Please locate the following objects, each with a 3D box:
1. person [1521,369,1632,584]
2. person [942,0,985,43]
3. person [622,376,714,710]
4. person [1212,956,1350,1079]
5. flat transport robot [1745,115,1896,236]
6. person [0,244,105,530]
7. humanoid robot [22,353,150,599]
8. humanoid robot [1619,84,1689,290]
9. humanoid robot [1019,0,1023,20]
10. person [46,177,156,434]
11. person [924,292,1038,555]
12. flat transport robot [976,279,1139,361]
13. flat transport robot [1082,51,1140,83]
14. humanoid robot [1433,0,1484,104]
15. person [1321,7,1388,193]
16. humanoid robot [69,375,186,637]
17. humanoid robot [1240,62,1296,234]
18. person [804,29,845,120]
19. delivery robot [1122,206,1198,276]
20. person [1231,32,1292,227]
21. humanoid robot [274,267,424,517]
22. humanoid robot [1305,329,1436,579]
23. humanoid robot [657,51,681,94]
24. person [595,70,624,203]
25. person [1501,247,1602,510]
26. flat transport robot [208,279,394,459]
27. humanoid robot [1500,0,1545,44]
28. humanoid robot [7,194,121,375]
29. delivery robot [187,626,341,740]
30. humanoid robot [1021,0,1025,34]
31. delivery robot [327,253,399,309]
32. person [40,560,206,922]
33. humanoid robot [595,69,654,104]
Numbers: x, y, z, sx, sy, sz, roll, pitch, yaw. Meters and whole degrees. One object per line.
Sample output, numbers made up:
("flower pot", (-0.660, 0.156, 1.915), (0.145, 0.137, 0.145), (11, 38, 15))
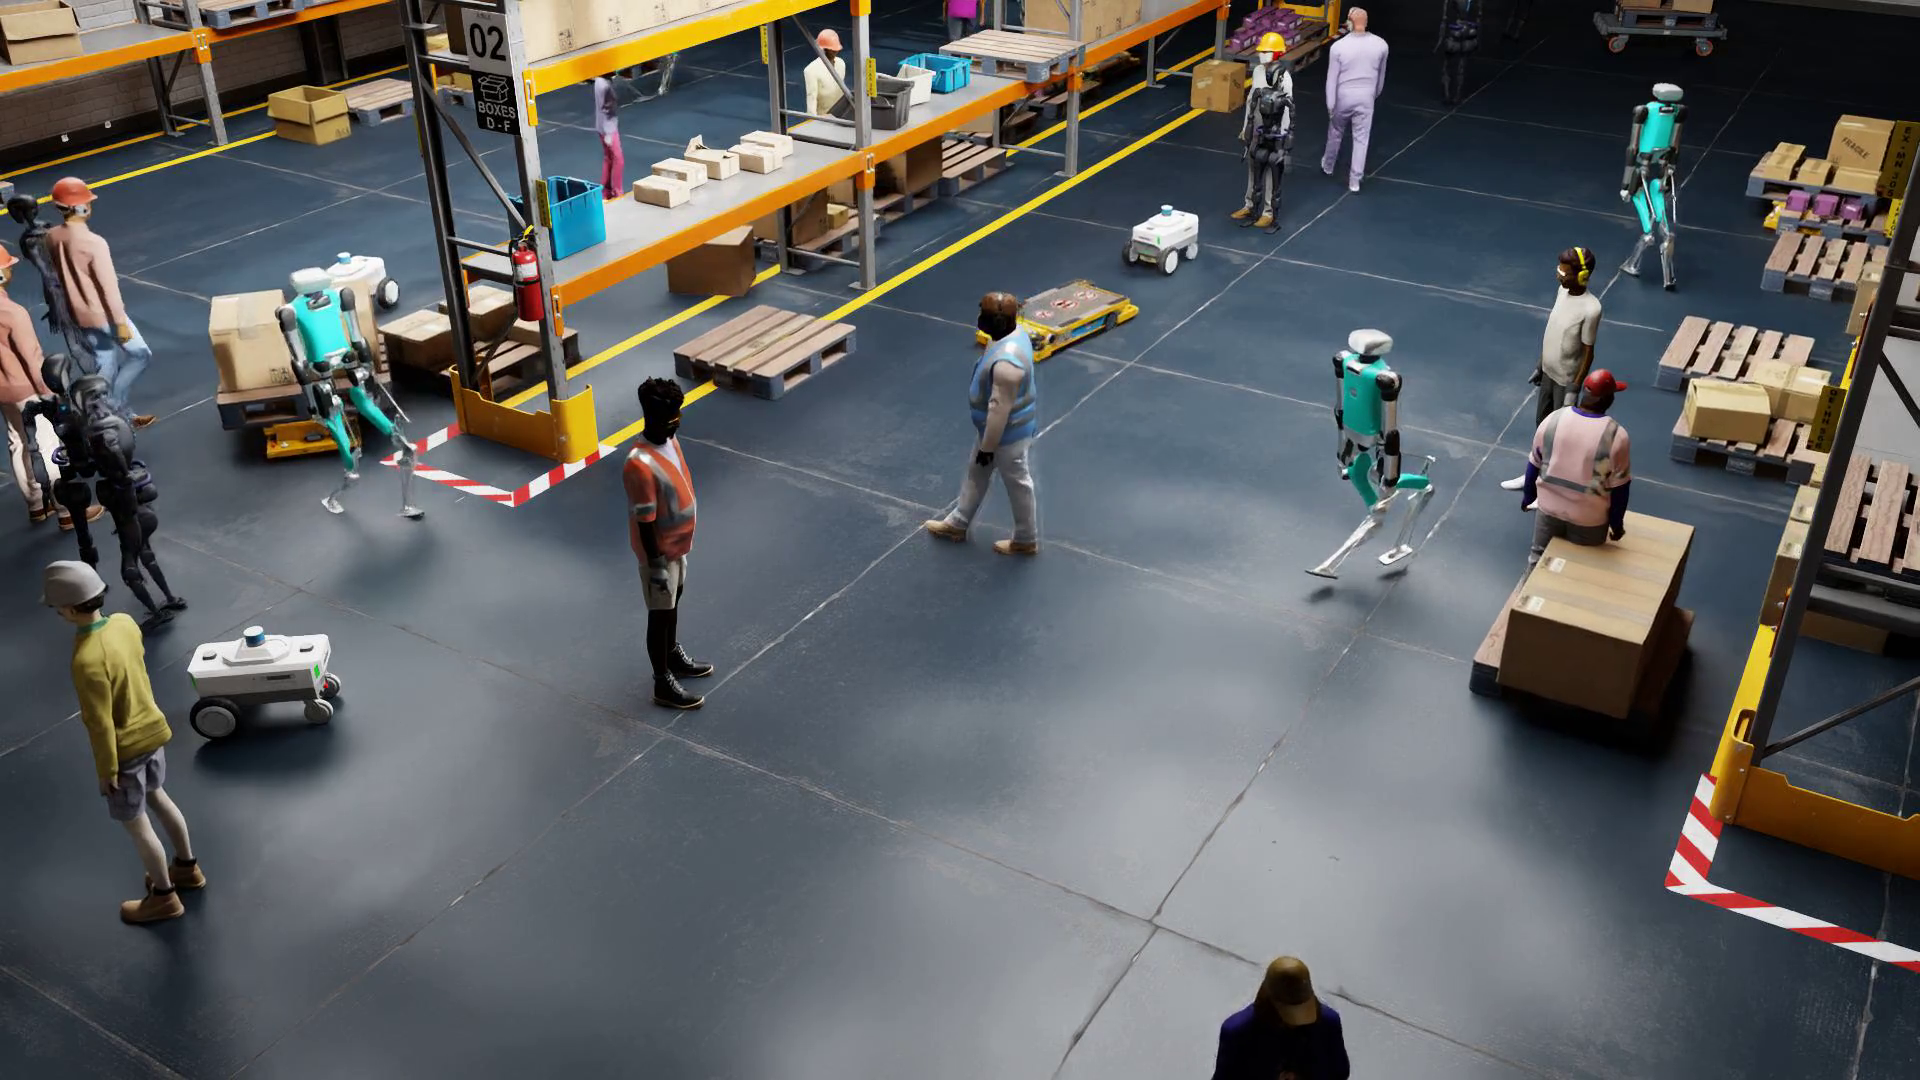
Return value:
("person", (3.599, -0.186, 9.765), (0.613, 1.751, 0.419), (23, 37, 35))
("person", (0.039, -6.778, 21.346), (0.488, 1.834, 0.478), (-5, 30, -9))
("person", (-1.624, 0.009, 9.211), (0.374, 1.957, 0.600), (2, 30, 4))
("person", (1.129, 2.093, 5.905), (0.453, 1.573, 0.864), (-6, 30, -11))
("flat transport robot", (8.703, -3.412, 16.977), (0.659, 0.231, 1.431), (18, 34, 28))
("person", (-6.193, -1.017, 10.988), (0.610, 1.995, 0.389), (14, 33, 24))
("humanoid robot", (-5.311, -0.370, 10.155), (0.599, 1.653, 0.315), (-8, 30, -14))
("humanoid robot", (6.363, -3.113, 15.053), (0.556, 1.873, 0.820), (-8, 30, -13))
("humanoid robot", (1.024, -7.746, 23.102), (0.678, 1.754, 0.544), (-18, 34, -29))
("person", (-6.282, -1.666, 12.147), (0.638, 1.981, 0.467), (14, 32, 23))
("person", (0.130, -0.718, 10.639), (0.848, 1.811, 0.652), (0, 29, -1))
("flat transport robot", (0.855, -1.904, 14.310), (0.659, 0.231, 1.431), (24, 37, 36))
("flat transport robot", (1.781, -6.286, 22.061), (0.659, 0.231, 1.431), (17, 34, 27))
("humanoid robot", (6.141, -6.191, 20.475), (0.591, 1.657, 0.336), (-7, 30, -12))
("person", (4.151, -4.692, 17.631), (0.658, 1.856, 0.980), (0, 29, 0))
("humanoid robot", (-4.968, -0.235, 9.925), (0.399, 1.646, 0.609), (-19, 35, -30))
("humanoid robot", (3.038, -3.840, 16.289), (0.315, 1.657, 0.599), (-24, 37, -36))
("person", (-1.344, -4.395, 17.209), (0.345, 1.746, 0.571), (21, 36, 32))
("delivery robot", (1.927, -2.848, 15.692), (0.499, 0.598, 0.802), (23, 36, 34))
("person", (3.025, -4.063, 16.479), (0.371, 1.897, 0.572), (-17, 34, -28))
("humanoid robot", (-4.023, -0.894, 11.091), (0.598, 1.782, 0.903), (-26, 38, -38))
("humanoid robot", (2.654, -0.517, 10.376), (1.030, 1.735, 0.553), (-15, 33, -24))
("humanoid robot", (-3.780, -6.519, 20.996), (0.761, 1.792, 0.533), (-26, 38, -38))
("person", (-3.548, -4.168, 16.936), (0.372, 1.622, 0.515), (-5, 30, -8))
("person", (4.046, -1.094, 11.258), (0.328, 1.865, 0.517), (-5, 30, -10))
("flat transport robot", (-4.976, -1.033, 12.769), (0.659, 0.231, 1.431), (-10, 31, -17))
("humanoid robot", (7.888, -7.757, 23.243), (0.610, 1.637, 0.472), (26, 39, 38))
("humanoid robot", (-6.916, -1.901, 12.882), (0.447, 1.645, 0.630), (-8, 30, -13))
("delivery robot", (-3.917, 0.770, 9.309), (0.811, 0.613, 0.499), (-4, 30, -8))
("humanoid robot", (1.074, -6.288, 20.584), (0.552, 1.736, 1.019), (13, 32, 22))
("delivery robot", (-5.341, -2.224, 14.579), (0.499, 0.589, 0.790), (8, 30, 13))
("person", (-3.838, 0.925, 7.676), (0.412, 1.879, 0.492), (0, 29, 0))
("humanoid robot", (-4.245, -6.147, 20.333), (0.985, 1.742, 0.562), (-25, 38, -37))
